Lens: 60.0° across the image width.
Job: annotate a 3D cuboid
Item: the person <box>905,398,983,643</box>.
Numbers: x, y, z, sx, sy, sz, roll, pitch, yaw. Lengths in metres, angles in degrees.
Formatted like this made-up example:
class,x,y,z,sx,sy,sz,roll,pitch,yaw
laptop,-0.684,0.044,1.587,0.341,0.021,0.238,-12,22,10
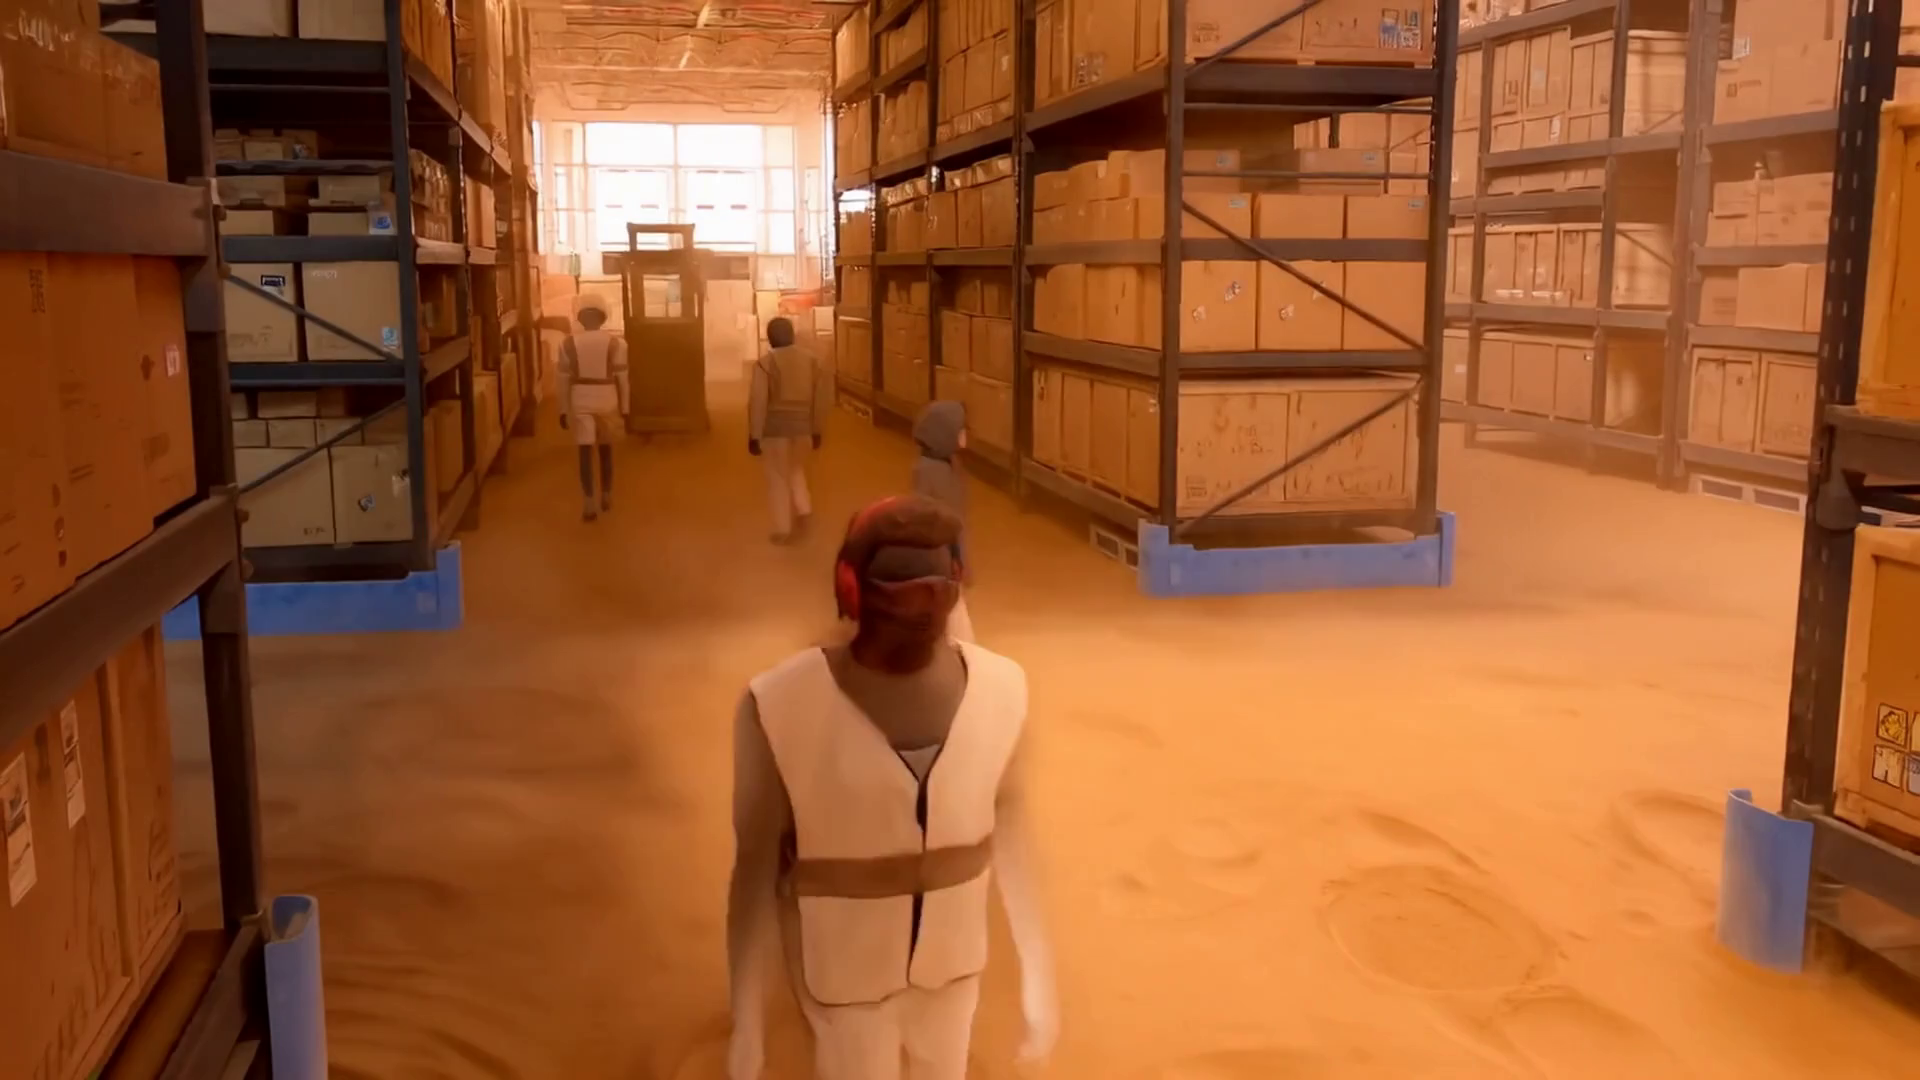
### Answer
class,x,y,z,sx,sy,sz,roll,pitch,yaw
person,-0.075,0.146,7.785,0.449,1.618,0.509,3,10,15

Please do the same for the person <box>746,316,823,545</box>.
class,x,y,z,sx,sy,sz,roll,pitch,yaw
person,-1.408,-0.863,13.273,0.652,1.829,0.442,-7,12,-37

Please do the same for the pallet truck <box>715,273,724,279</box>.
class,x,y,z,sx,sy,sz,roll,pitch,yaw
pallet truck,-8.580,-8.986,62.280,1.885,1.965,0.823,1,9,5

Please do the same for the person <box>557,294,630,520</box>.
class,x,y,z,sx,sy,sz,roll,pitch,yaw
person,-3.274,-1.195,14.853,0.625,1.984,1.099,-2,10,-12

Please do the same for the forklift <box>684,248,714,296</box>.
class,x,y,z,sx,sy,sz,roll,pitch,yaw
forklift,-8.410,-8.037,53.813,1.129,2.768,1.873,-7,12,-38

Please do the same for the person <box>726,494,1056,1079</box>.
class,x,y,z,sx,sy,sz,roll,pitch,yaw
person,-0.108,0.824,2.985,0.590,1.827,0.495,-6,11,-31

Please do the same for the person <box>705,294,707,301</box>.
class,x,y,z,sx,sy,sz,roll,pitch,yaw
person,-6.180,-5.635,42.138,0.592,1.915,0.399,-5,10,-27

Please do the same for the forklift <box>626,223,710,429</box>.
class,x,y,z,sx,sy,sz,roll,pitch,yaw
forklift,-4.142,-3.016,23.205,1.129,2.768,1.873,-2,10,-12
